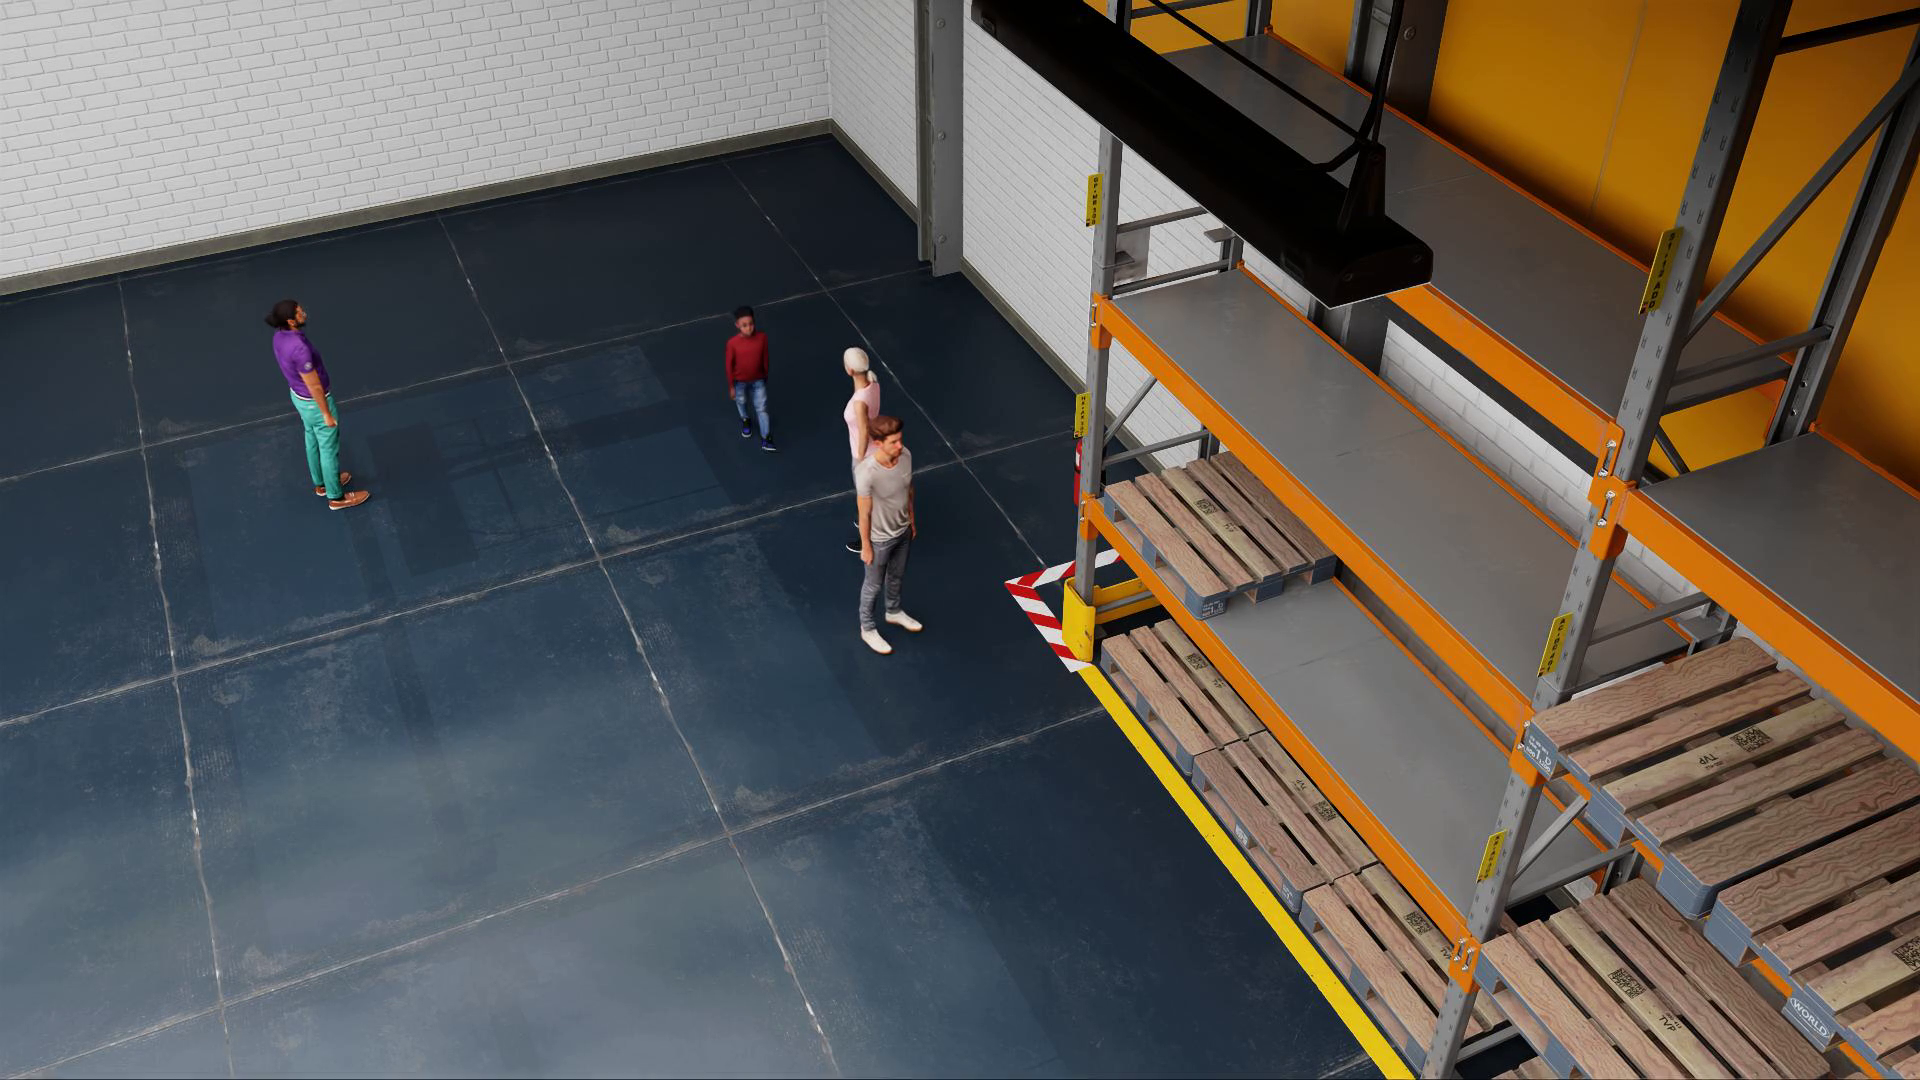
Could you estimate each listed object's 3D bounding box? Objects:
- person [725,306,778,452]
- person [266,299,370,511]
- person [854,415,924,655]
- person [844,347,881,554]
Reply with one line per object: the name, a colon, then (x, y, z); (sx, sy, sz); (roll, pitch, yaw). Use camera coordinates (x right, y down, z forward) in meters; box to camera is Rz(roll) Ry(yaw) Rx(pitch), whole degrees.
person: (-1.721, -1.346, 13.362); (0.588, 1.232, 0.859); (-10, 40, -12)
person: (-4.897, -1.037, 12.547); (0.741, 1.768, 0.583); (-30, 47, -32)
person: (-0.508, -0.072, 11.238); (0.691, 1.893, 0.716); (28, 47, 31)
person: (-0.672, -0.665, 12.117); (0.709, 1.723, 0.626); (7, 39, 9)
